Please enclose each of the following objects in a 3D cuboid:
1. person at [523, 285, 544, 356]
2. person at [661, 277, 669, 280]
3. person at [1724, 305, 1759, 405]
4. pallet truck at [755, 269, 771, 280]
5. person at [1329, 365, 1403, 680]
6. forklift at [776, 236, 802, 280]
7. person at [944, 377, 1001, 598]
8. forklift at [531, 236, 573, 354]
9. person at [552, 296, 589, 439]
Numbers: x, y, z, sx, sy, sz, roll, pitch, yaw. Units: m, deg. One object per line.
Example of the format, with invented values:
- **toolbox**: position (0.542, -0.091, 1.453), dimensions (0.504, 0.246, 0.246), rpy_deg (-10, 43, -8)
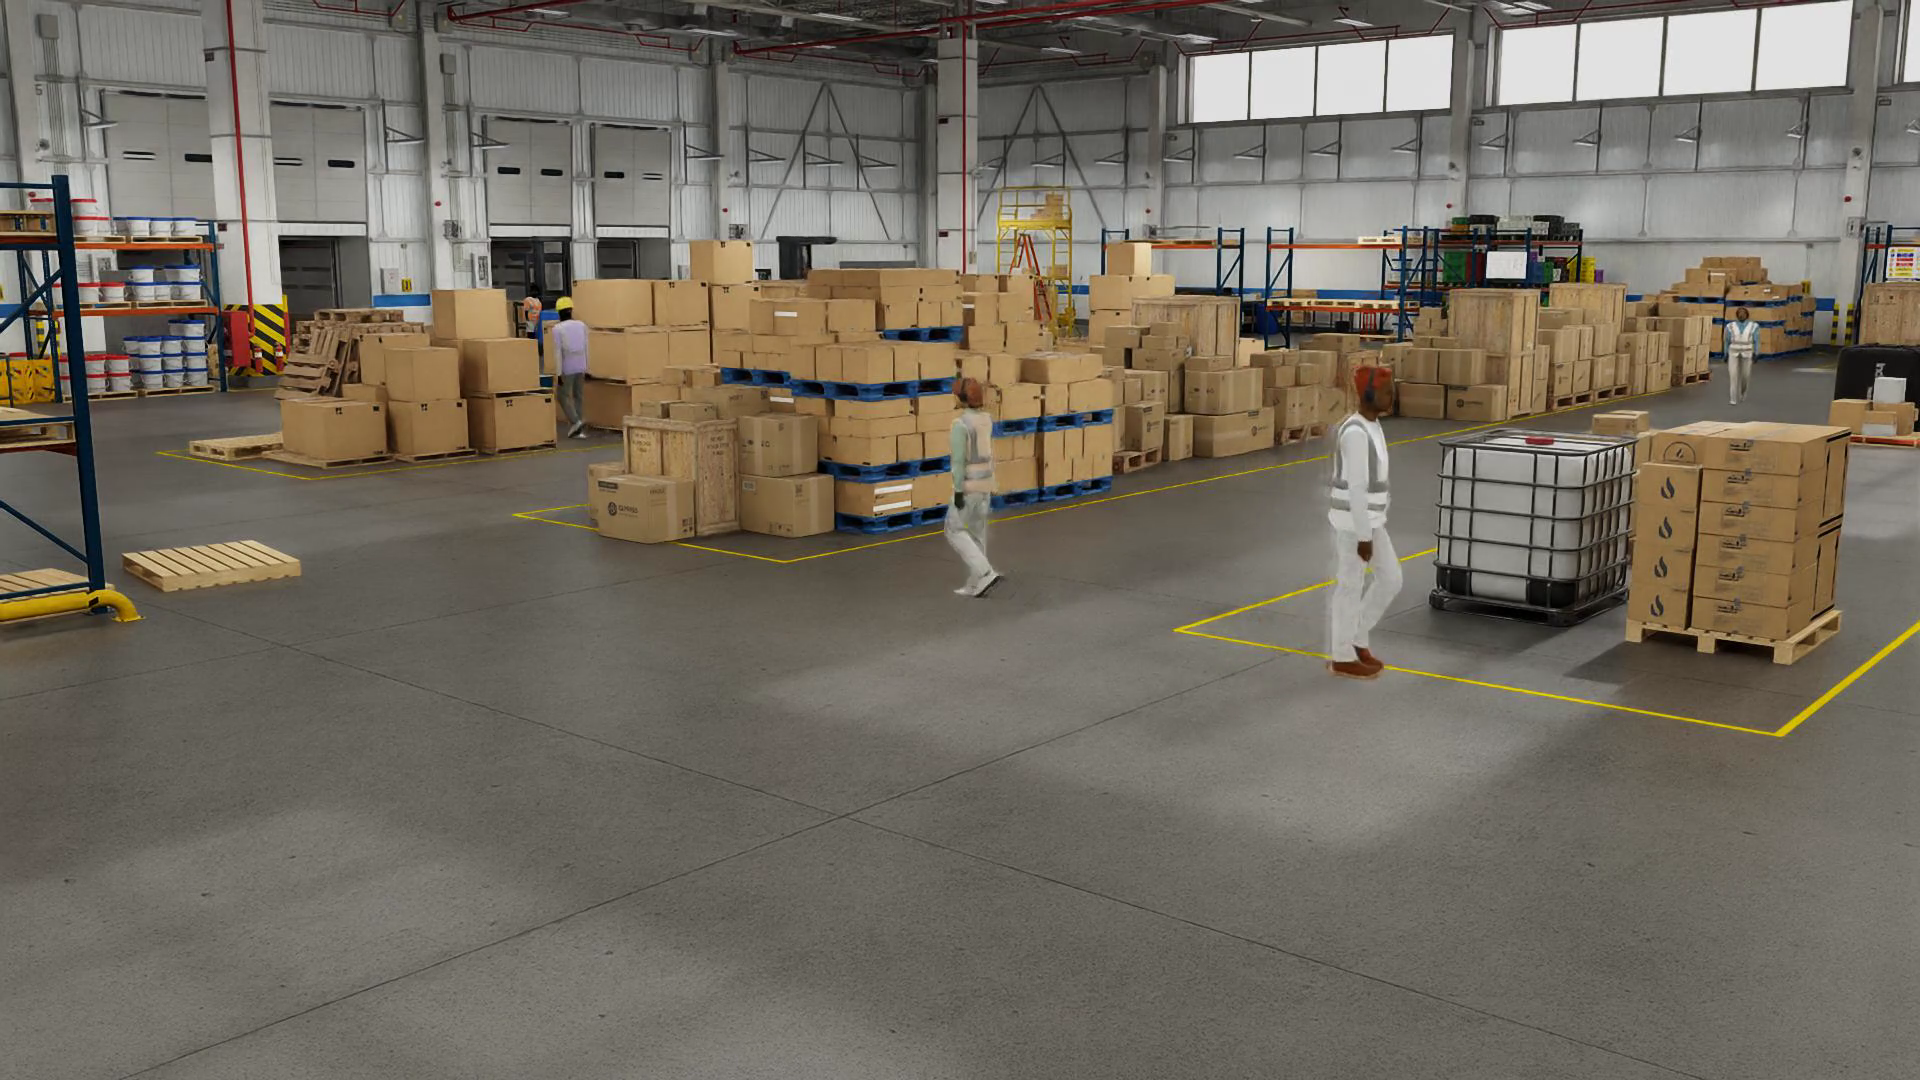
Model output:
- **person**: position (-9.992, -5.146, 39.074), dimensions (0.320, 1.692, 0.532), rpy_deg (9, 14, 42)
- **person**: position (-6.353, -4.704, 35.903), dimensions (0.636, 1.928, 0.391), rpy_deg (-5, 11, -27)
- **person**: position (12.771, -3.030, 27.211), dimensions (0.524, 1.619, 0.589), rpy_deg (5, 11, 26)
- **pallet truck**: position (-4.996, -6.432, 45.525), dimensions (1.885, 1.965, 0.823), rpy_deg (-6, 12, -32)
- **person**: position (2.404, -0.089, 9.768), dimensions (0.453, 1.868, 0.613), rpy_deg (5, 11, 25)
- **forklift**: position (-4.083, -5.895, 39.955), dimensions (1.873, 2.768, 1.129), rpy_deg (2, 10, 13)
- **person**: position (0.099, -0.364, 12.043), dimensions (0.389, 1.631, 0.530), rpy_deg (6, 11, 30)
- **forklift**: position (-9.601, -5.790, 39.356), dimensions (1.873, 2.768, 1.129), rpy_deg (8, 13, 40)
- **person**: position (-5.192, -2.288, 22.196), dimensions (0.438, 1.910, 0.609), rpy_deg (8, 13, 39)
